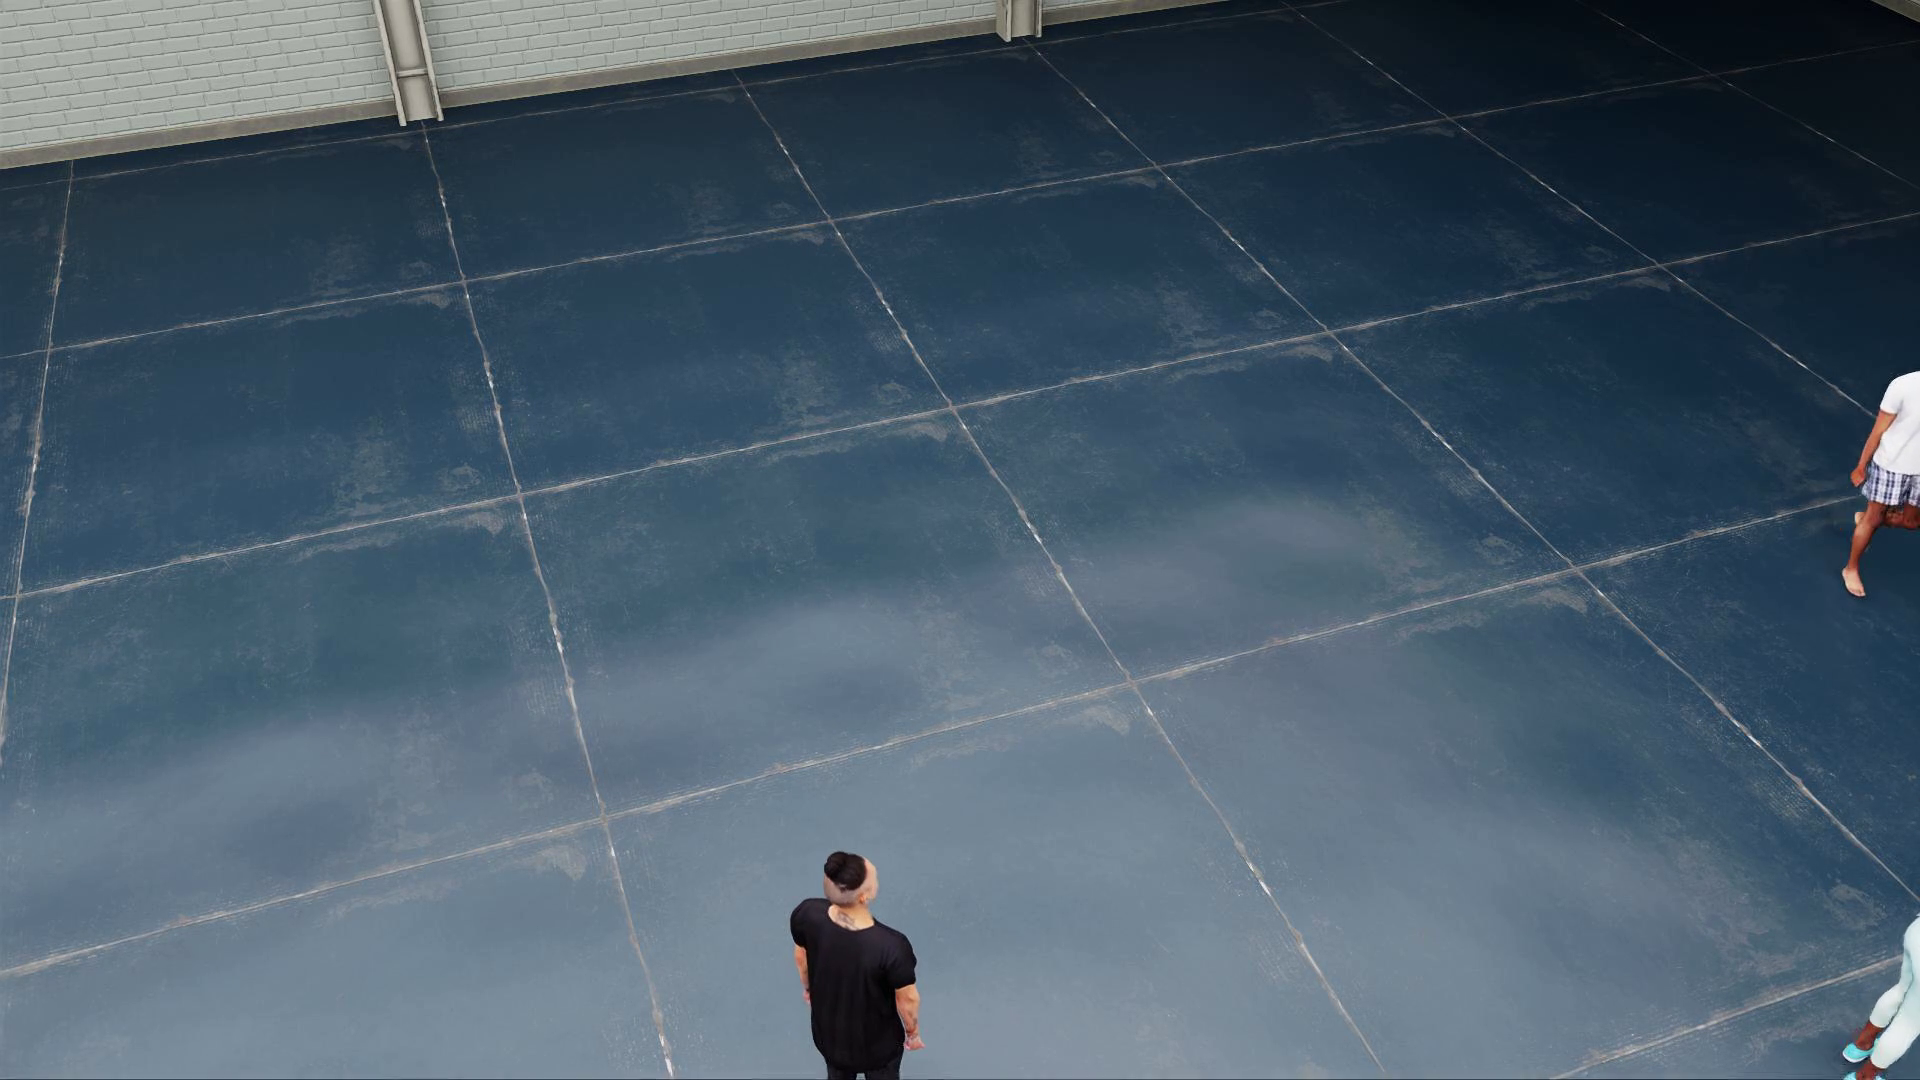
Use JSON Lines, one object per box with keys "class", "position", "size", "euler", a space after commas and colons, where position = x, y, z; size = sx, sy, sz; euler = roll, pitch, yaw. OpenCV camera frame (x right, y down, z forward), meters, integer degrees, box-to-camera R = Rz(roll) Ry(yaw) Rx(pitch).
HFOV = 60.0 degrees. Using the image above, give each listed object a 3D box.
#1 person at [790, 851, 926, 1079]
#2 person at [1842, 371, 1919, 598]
{"class": "person", "position": [-0.402, 1.861, 6.567], "size": [0.762, 1.867, 0.818], "euler": [16, 41, 19]}
{"class": "person", "position": [5.464, -0.488, 9.689], "size": [0.795, 1.719, 0.834], "euler": [0, 38, 0]}
